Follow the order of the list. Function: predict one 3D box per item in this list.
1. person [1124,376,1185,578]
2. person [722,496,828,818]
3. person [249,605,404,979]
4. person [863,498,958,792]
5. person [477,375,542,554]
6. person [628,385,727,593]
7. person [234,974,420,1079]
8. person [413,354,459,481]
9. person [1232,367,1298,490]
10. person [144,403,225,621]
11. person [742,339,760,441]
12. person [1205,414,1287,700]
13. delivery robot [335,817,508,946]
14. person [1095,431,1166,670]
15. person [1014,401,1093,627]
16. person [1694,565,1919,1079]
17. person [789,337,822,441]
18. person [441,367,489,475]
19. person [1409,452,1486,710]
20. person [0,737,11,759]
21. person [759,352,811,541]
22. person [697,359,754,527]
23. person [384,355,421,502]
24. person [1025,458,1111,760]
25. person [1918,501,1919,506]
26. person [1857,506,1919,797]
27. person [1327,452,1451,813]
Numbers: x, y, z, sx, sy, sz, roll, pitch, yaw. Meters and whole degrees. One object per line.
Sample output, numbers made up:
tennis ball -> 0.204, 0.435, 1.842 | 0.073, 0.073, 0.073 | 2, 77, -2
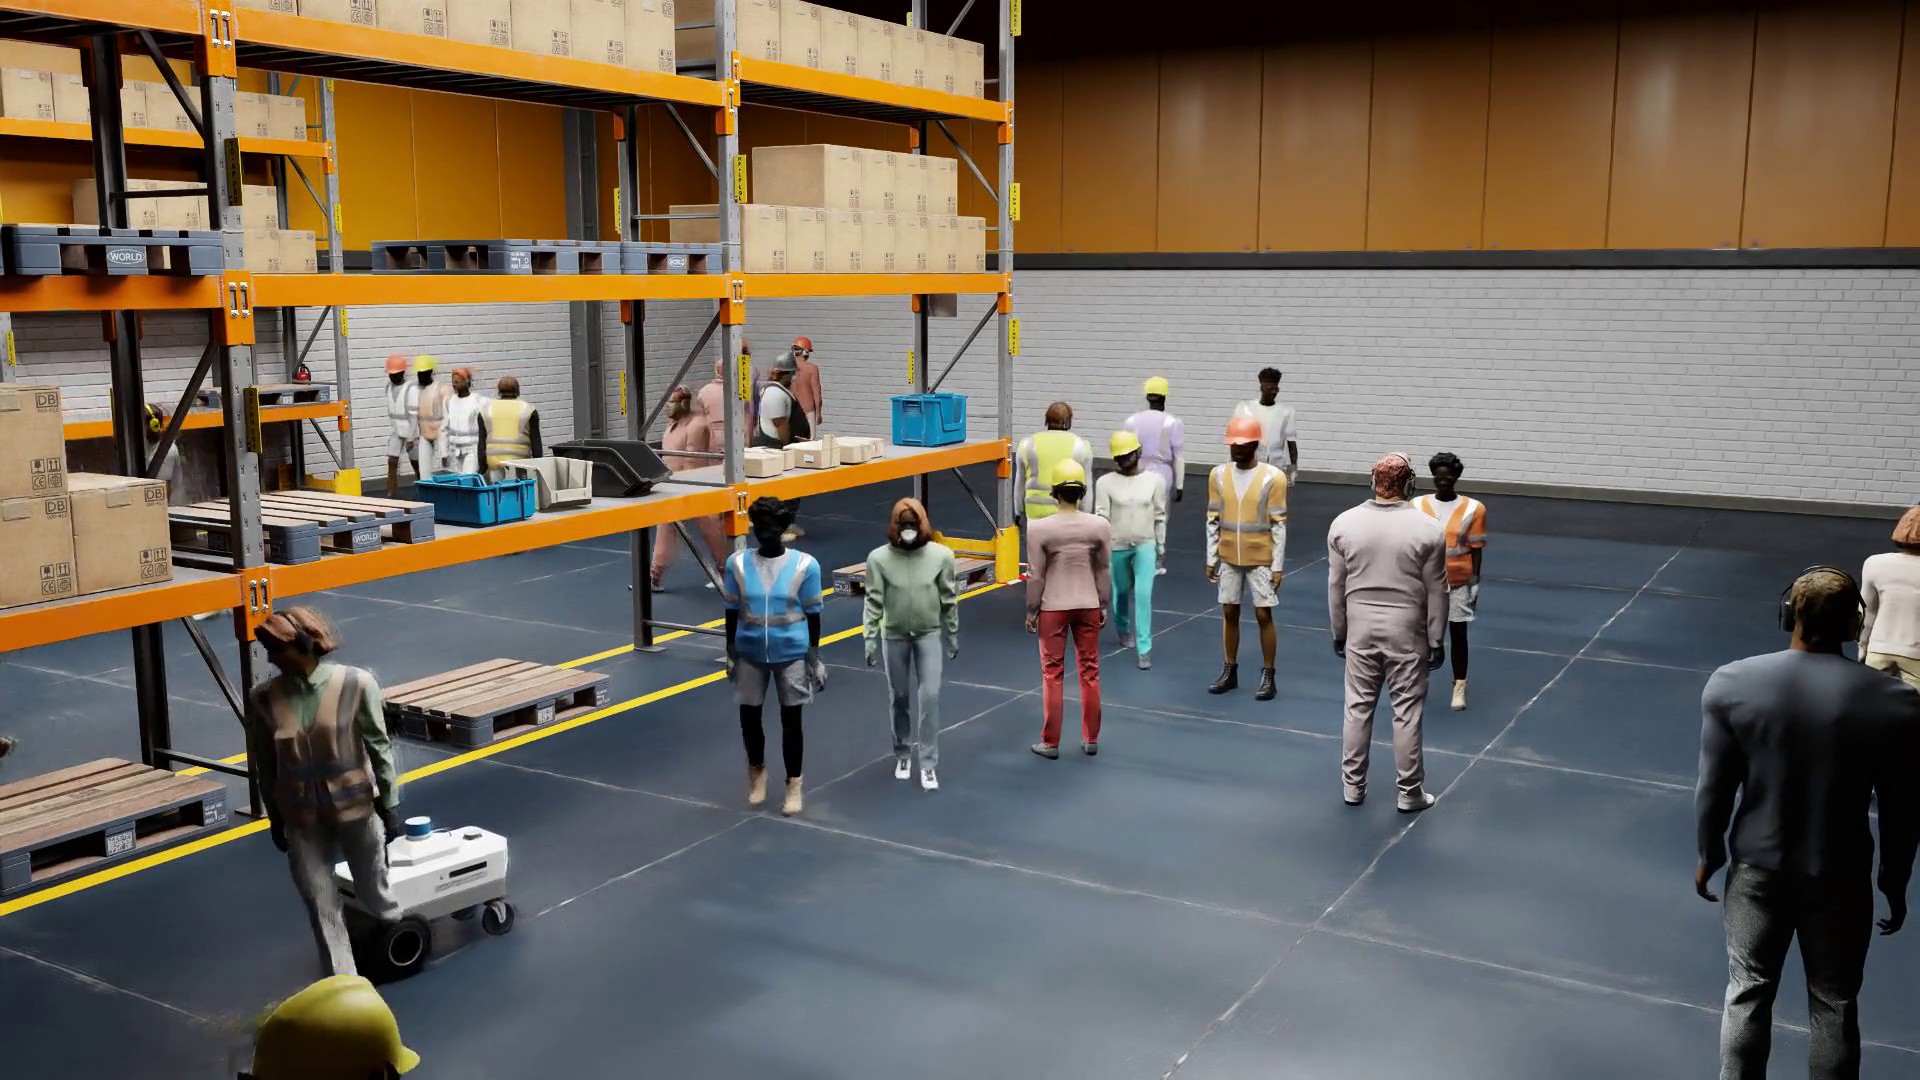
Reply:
person -> 1.753, -0.557, 15.329 | 0.599, 1.908, 0.794 | 6, 11, 32
person -> -0.971, 0.599, 8.793 | 0.561, 1.687, 0.470 | 1, 9, 5
person -> -2.398, 1.024, 6.370 | 0.547, 1.604, 0.664 | -1, 9, -5
person -> -0.269, 0.578, 9.148 | 0.522, 1.607, 0.673 | 0, 9, -3
person -> -4.603, -0.768, 16.949 | 0.644, 1.818, 0.757 | 0, 9, -2
person -> -2.458, -0.449, 14.820 | 1.020, 1.853, 0.633 | -8, 12, -41
person -> -0.931, 1.544, 2.720 | 0.545, 1.732, 0.807 | 8, 12, 42
person -> -6.281, -1.305, 20.045 | 0.600, 1.893, 0.830 | 4, 10, 24
person -> 2.973, -0.695, 16.102 | 0.638, 1.922, 0.915 | -1, 9, -5
person -> -6.437, -0.189, 13.334 | 1.015, 1.806, 0.530 | -9, 13, -43
person -> -2.885, -1.632, 21.660 | 0.640, 2.023, 0.464 | -6, 11, -35
person -> 1.891, 0.117, 11.083 | 0.557, 1.924, 0.424 | 5, 11, 31
delivery robot -> -2.262, 1.406, 6.978 | 0.477, 0.478, 0.707 | 8, 12, 40
person -> 1.248, 0.031, 12.266 | 0.537, 1.710, 0.889 | 0, 9, 0
person -> 0.749, -0.205, 13.407 | 0.641, 1.820, 0.547 | 1, 9, 5
person -> 2.653, 1.039, 5.251 | 0.635, 1.937, 0.352 | 5, 10, 29
person -> -2.131, -1.747, 22.502 | 0.611, 1.985, 0.393 | 4, 10, 23
person -> -5.325, -0.968, 18.087 | 0.589, 1.851, 0.948 | 4, 10, 22
person -> 3.145, 0.264, 10.863 | 0.529, 1.690, 0.318 | 4, 10, 24
person -> -5.395, 0.444, 8.830 | 0.639, 1.976, 0.457 | 6, 11, 32
person -> -1.842, -0.994, 17.622 | 0.547, 2.000, 0.692 | 1, 9, 5
person -> -2.590, -1.075, 18.550 | 0.640, 1.909, 0.409 | 3, 9, 16
person -> -6.684, -1.282, 19.938 | 0.552, 1.872, 0.879 | 4, 10, 21
person -> 0.627, 0.406, 9.747 | 0.525, 1.769, 0.313 | -3, 10, -17
person -> 8.494, -0.381, 14.218 | 0.575, 1.900, 0.902 | 7, 12, 39
person -> 5.000, 0.628, 8.807 | 0.285, 1.626, 0.497 | -7, 12, -39
person -> 2.269, 0.487, 8.800 | 0.640, 1.909, 0.409 | 5, 11, 30
